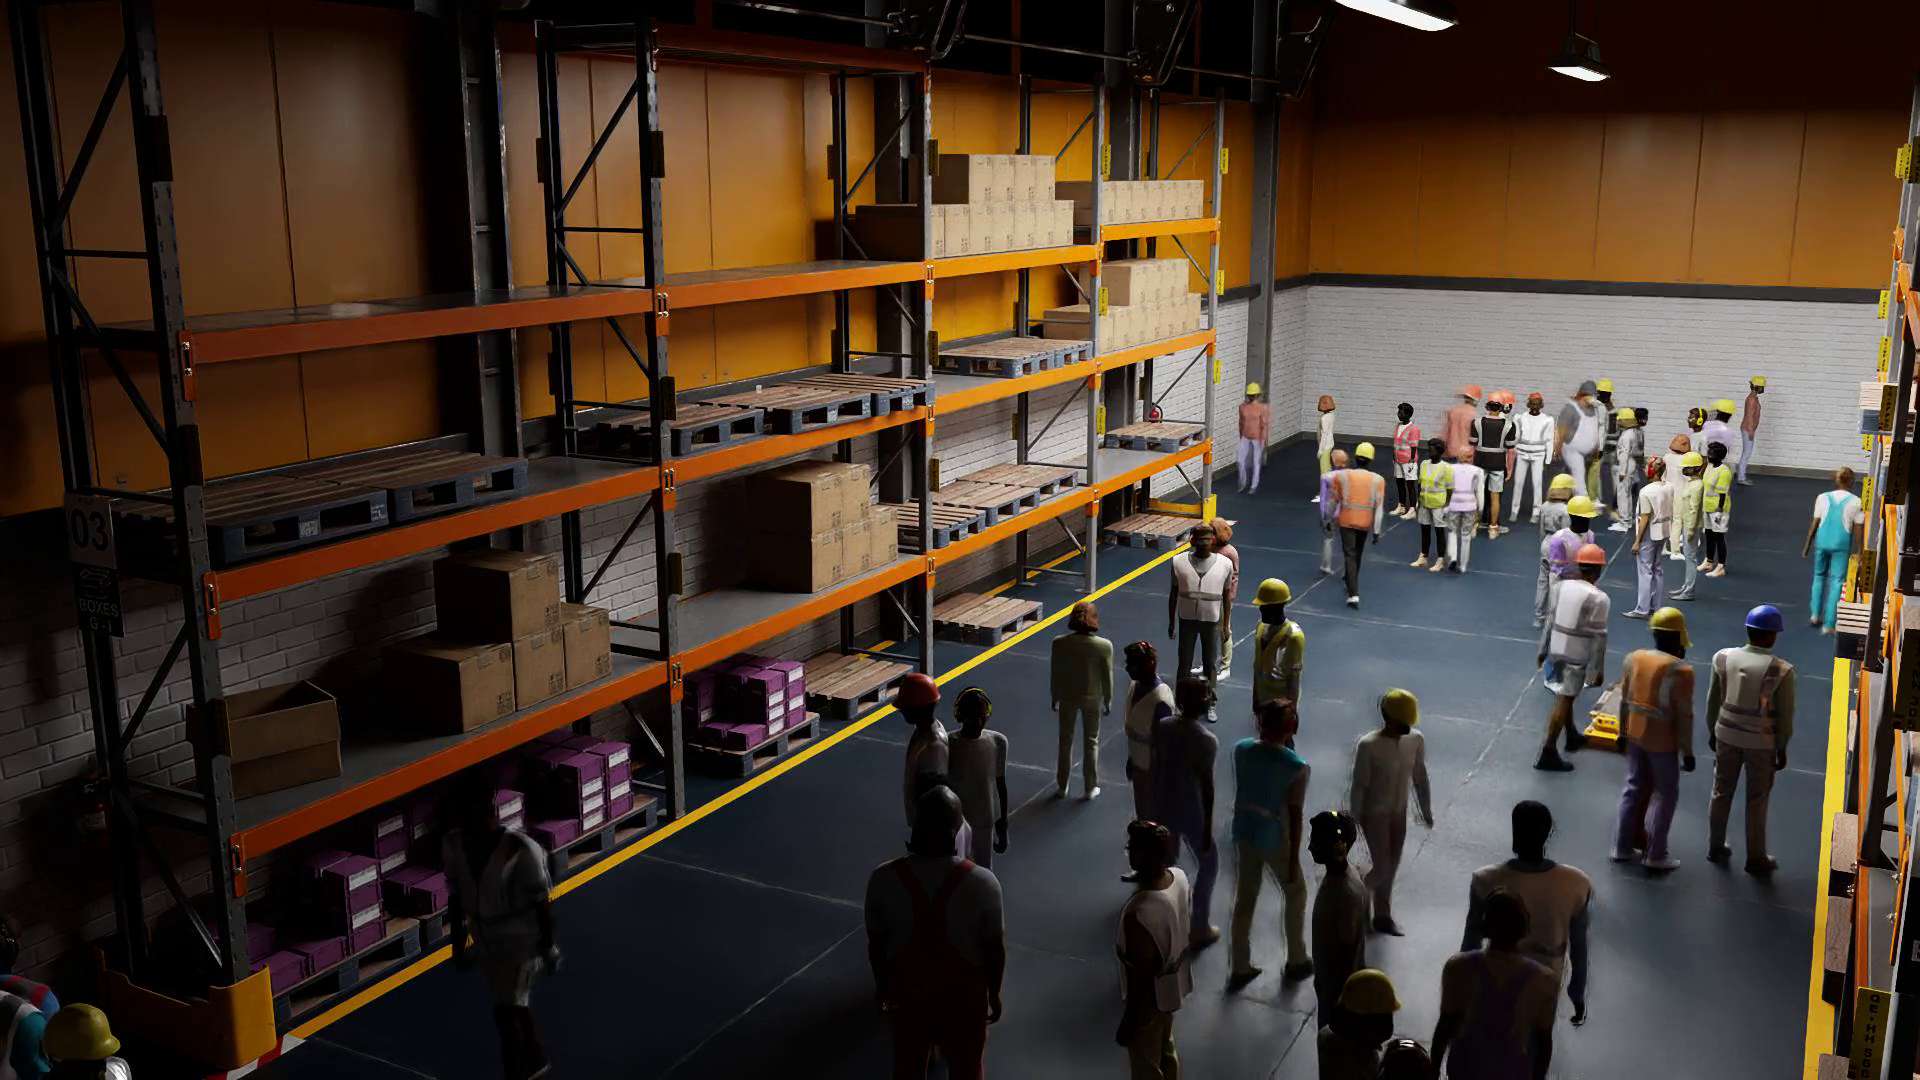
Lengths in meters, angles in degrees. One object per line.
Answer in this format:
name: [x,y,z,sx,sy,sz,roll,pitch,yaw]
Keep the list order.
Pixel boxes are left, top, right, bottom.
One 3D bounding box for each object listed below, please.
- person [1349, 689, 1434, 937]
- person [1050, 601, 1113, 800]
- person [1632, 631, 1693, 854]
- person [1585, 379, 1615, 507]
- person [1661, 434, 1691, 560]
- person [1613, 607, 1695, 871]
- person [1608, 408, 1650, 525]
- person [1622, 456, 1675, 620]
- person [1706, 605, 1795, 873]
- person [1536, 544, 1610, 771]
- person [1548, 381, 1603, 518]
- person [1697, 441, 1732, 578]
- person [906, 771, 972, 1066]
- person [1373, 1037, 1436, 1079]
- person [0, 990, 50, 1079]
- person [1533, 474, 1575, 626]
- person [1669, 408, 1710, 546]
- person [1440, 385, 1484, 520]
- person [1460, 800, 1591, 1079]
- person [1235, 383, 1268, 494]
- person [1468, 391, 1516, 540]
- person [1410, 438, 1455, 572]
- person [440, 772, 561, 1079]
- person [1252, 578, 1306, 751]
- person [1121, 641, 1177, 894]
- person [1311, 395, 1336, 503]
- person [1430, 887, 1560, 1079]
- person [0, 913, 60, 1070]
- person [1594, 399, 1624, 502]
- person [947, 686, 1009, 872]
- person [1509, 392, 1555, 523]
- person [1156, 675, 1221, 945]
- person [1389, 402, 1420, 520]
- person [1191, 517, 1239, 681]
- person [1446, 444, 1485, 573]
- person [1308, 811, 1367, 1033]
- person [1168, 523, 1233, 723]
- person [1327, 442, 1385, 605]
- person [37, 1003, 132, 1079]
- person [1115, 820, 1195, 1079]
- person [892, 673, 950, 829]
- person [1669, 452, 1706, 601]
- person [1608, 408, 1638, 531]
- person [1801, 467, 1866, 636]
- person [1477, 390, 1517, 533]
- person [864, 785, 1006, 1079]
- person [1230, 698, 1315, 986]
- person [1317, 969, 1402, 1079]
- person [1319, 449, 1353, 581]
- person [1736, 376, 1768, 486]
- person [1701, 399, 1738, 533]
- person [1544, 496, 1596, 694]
person: [2.793,1.780,10.810,0.571,1.741,0.422,-7,14,-28]
person: [0.971,1.283,13.310,0.503,1.624,0.296,2,13,10]
person: [5.162,1.446,12.292,0.345,1.759,0.517,3,13,15]
person: [9.545,-1.454,24.902,0.395,1.918,0.585,2,13,7]
person: [9.281,-0.563,21.548,0.284,1.633,0.497,-5,13,-20]
person: [5.031,1.428,12.046,0.459,1.906,0.632,-6,14,-25]
person: [9.616,-1.044,23.611,0.748,1.660,0.546,11,17,40]
person: [7.747,-0.017,18.623,0.570,1.845,0.380,-10,16,-37]
person: [5.677,1.420,11.979,0.411,1.939,0.605,-10,16,-37]
person: [5.242,0.973,14.116,0.955,1.869,0.651,-7,14,-27]
person: [9.052,-1.396,24.360,0.690,2.000,1.054,-8,15,-32]
person: [9.362,-0.384,20.639,0.322,1.690,0.531,-1,13,-3]
person: [-0.131,2.124,9.397,0.316,1.692,0.534,9,15,34]
person: [1.643,2.746,6.268,0.502,1.840,0.344,1,13,4]
person: [-4.173,2.568,7.059,0.619,1.845,0.430,0,13,1]
person: [6.530,0.135,18.185,0.315,1.741,0.492,-3,13,-14]
person: [9.811,-0.841,22.259,0.331,1.874,0.519,1,13,5]
person: [7.313,-1.252,23.920,0.910,1.950,0.644,-7,15,-30]
person: [2.838,2.225,8.450,0.619,1.904,0.613,1,13,4]
person: [4.506,-1.555,25.730,0.528,1.750,0.524,8,15,32]
person: [7.234,-1.016,22.690,0.612,2.030,0.403,4,13,17]
person: [5.938,-0.444,20.871,0.317,1.696,0.540,-8,15,-32]
person: [-2.466,2.135,8.831,0.624,1.917,0.802,6,14,24]
person: [2.432,1.229,12.895,0.398,1.919,0.582,-5,14,-22]
person: [1.317,1.578,11.540,0.417,1.827,0.562,-3,13,-12]
person: [5.523,-1.380,25.209,0.285,1.633,0.497,6,14,24]
person: [2.407,2.469,7.571,0.540,1.812,0.462,4,13,17]
person: [-4.163,2.508,7.330,0.627,1.844,0.429,1,13,3]
person: [9.779,-1.351,25.143,0.569,1.615,0.342,1,13,3]
person: [0.063,1.809,10.426,0.510,1.860,0.333,-3,13,-11]
person: [8.159,-1.176,23.754,0.584,1.878,0.341,7,14,29]
person: [1.485,1.754,10.753,0.608,1.822,0.543,-12,17,-42]
person: [6.432,-1.149,24.059,0.320,1.688,0.534,-5,13,-20]
person: [2.537,0.572,16.473,0.289,1.632,0.497,-9,15,-35]
person: [6.271,-0.387,20.795,0.543,1.619,0.381,3,13,14]
person: [1.884,2.253,8.436,0.327,1.862,0.509,1,13,3]
person: [2.188,0.746,15.200,0.571,1.849,0.382,2,13,9]
person: [4.633,-0.201,19.424,0.597,1.872,1.040,0,13,2]
person: [-3.447,2.683,6.596,0.403,1.824,0.591,4,13,18]
person: [0.961,2.285,8.315,0.390,1.846,0.565,6,14,26]
person: [-0.234,1.763,10.478,0.387,1.929,0.544,-2,13,-10]
person: [8.532,-0.162,19.481,0.339,1.761,0.524,4,13,18]
person: [9.264,-0.988,23.236,0.324,1.735,0.491,7,14,29]
person: [9.556,0.108,18.168,0.634,1.796,0.787,11,17,42]
person: [7.486,-1.092,23.127,0.408,1.986,0.617,-3,13,-11]
person: [-0.106,2.186,8.319,0.688,2.000,0.539,2,13,7]
person: [1.969,1.853,10.333,0.759,1.807,0.570,-12,17,-43]
person: [1.666,2.626,7.054,0.338,1.735,0.486,-4,13,-16]
person: [4.672,-0.318,20.504,0.499,1.608,0.724,0,13,1]
person: [12.663,-1.753,26.608,0.344,1.753,0.538,6,14,26]
person: [10.434,-1.017,23.004,0.515,1.893,0.596,-4,13,-17]
person: [5.907,0.516,16.054,0.591,1.927,0.366,-9,15,-34]
